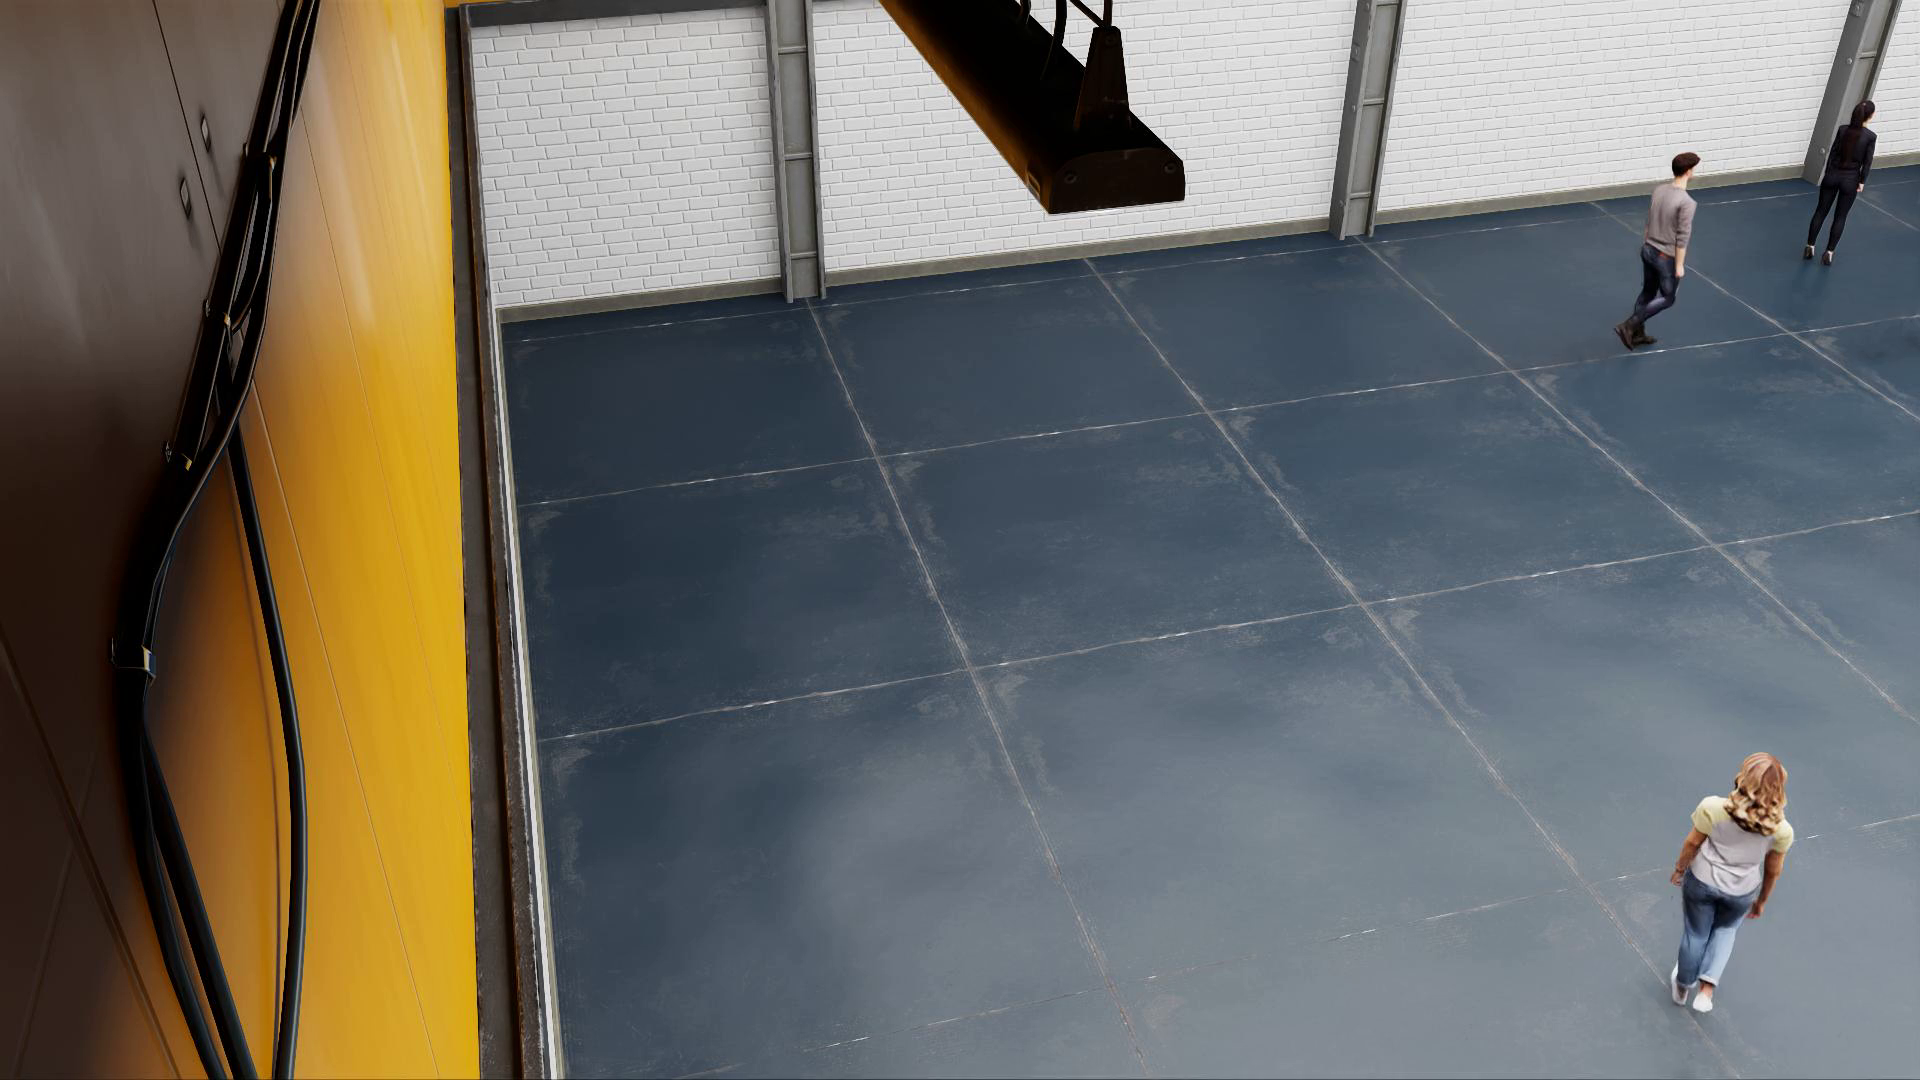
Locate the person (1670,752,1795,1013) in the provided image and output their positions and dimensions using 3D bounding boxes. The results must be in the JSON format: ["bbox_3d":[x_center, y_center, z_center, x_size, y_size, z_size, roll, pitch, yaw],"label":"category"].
[{"bbox_3d":[3.962,1.859,8.654,0.801,1.712,0.859,11,35,16],"label":"person"}]

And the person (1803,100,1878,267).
[{"bbox_3d":[8.976,-3.642,16.933,0.633,1.711,0.640,29,43,36],"label":"person"}]

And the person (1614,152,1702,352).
[{"bbox_3d":[6.331,-2.578,15.169,0.832,1.890,0.709,-9,35,-14],"label":"person"}]
